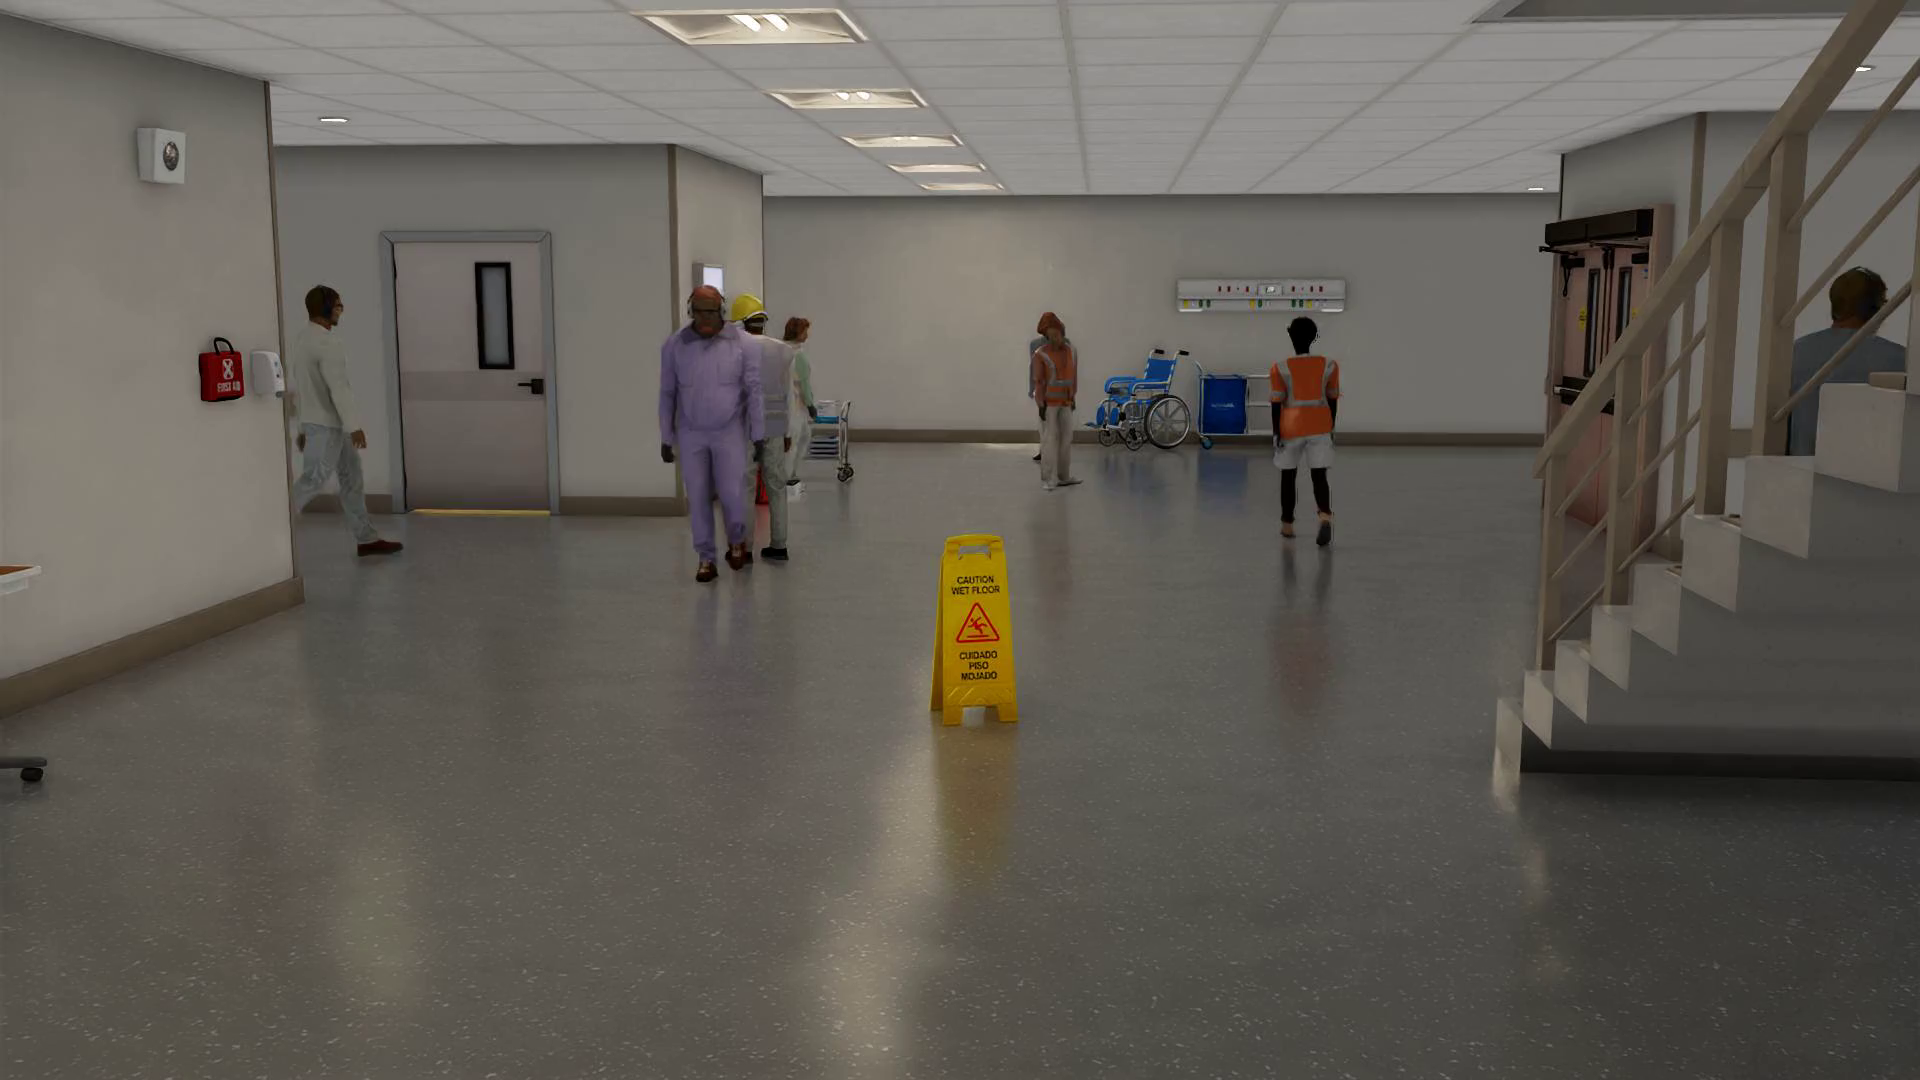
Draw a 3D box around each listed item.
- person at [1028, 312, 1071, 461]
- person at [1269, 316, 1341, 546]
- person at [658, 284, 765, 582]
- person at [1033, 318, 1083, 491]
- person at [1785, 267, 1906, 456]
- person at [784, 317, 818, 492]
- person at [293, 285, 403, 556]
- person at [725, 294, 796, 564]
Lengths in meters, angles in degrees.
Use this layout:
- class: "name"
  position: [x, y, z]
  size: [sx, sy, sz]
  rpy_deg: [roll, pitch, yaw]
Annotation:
- class: "person"
  position: [0.981, -1.676, 18.233]
  size: [0.500, 1.634, 0.286]
  rpy_deg: [-3, 9, -22]
- class: "person"
  position: [2.529, -0.803, 12.181]
  size: [0.534, 1.669, 0.803]
  rpy_deg: [0, 8, 0]
- class: "person"
  position: [-1.576, -0.674, 10.570]
  size: [0.683, 1.881, 0.472]
  rpy_deg: [0, 8, 1]
- class: "person"
  position: [0.916, -1.262, 15.501]
  size: [0.642, 1.609, 0.398]
  rpy_deg: [-7, 11, -39]
- class: "person"
  position: [3.763, -0.189, 7.135]
  size: [0.366, 1.933, 0.648]
  rpy_deg: [-5, 10, -30]
- class: "person"
  position: [-1.481, -1.224, 15.199]
  size: [0.484, 1.615, 0.517]
  rpy_deg: [-3, 9, -20]
- class: "person"
  position: [-4.362, -0.780, 11.288]
  size: [1.005, 1.899, 0.632]
  rpy_deg: [-5, 10, -32]
- class: "person"
  position: [-1.393, -0.747, 11.289]
  size: [0.593, 1.824, 0.403]
  rpy_deg: [-6, 10, -36]
